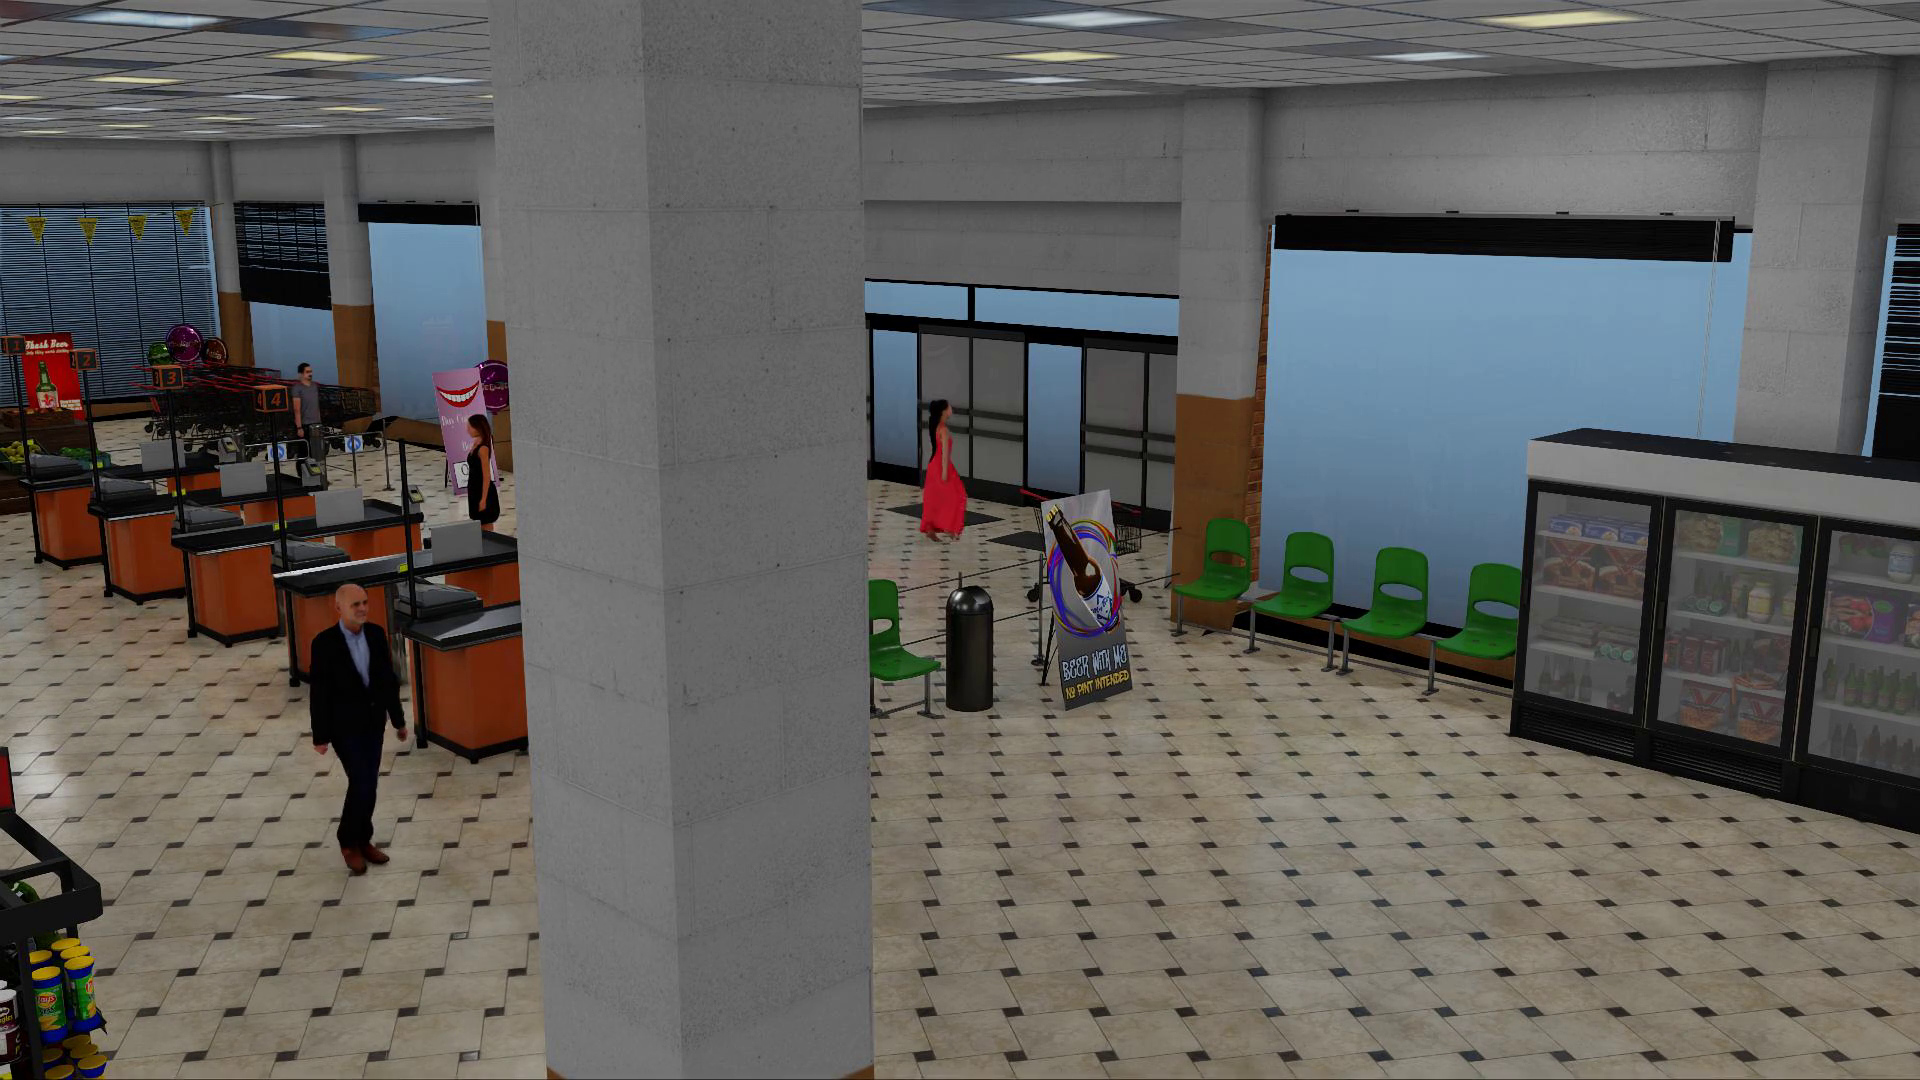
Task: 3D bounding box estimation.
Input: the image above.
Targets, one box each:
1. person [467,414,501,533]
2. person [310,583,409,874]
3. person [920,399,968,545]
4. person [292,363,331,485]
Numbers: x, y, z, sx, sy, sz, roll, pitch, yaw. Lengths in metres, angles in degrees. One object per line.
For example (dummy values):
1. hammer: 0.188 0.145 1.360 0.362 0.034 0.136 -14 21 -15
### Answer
1. person: -5.000 -0.409 17.445 0.623 1.834 0.644 -6 13 -27
2. person: -3.765 1.129 10.253 0.784 1.788 0.626 8 14 33
3. person: -0.301 -0.785 19.532 0.877 1.710 0.767 -5 13 -23
4. person: -9.183 -1.621 23.401 0.739 1.751 0.624 4 13 18
